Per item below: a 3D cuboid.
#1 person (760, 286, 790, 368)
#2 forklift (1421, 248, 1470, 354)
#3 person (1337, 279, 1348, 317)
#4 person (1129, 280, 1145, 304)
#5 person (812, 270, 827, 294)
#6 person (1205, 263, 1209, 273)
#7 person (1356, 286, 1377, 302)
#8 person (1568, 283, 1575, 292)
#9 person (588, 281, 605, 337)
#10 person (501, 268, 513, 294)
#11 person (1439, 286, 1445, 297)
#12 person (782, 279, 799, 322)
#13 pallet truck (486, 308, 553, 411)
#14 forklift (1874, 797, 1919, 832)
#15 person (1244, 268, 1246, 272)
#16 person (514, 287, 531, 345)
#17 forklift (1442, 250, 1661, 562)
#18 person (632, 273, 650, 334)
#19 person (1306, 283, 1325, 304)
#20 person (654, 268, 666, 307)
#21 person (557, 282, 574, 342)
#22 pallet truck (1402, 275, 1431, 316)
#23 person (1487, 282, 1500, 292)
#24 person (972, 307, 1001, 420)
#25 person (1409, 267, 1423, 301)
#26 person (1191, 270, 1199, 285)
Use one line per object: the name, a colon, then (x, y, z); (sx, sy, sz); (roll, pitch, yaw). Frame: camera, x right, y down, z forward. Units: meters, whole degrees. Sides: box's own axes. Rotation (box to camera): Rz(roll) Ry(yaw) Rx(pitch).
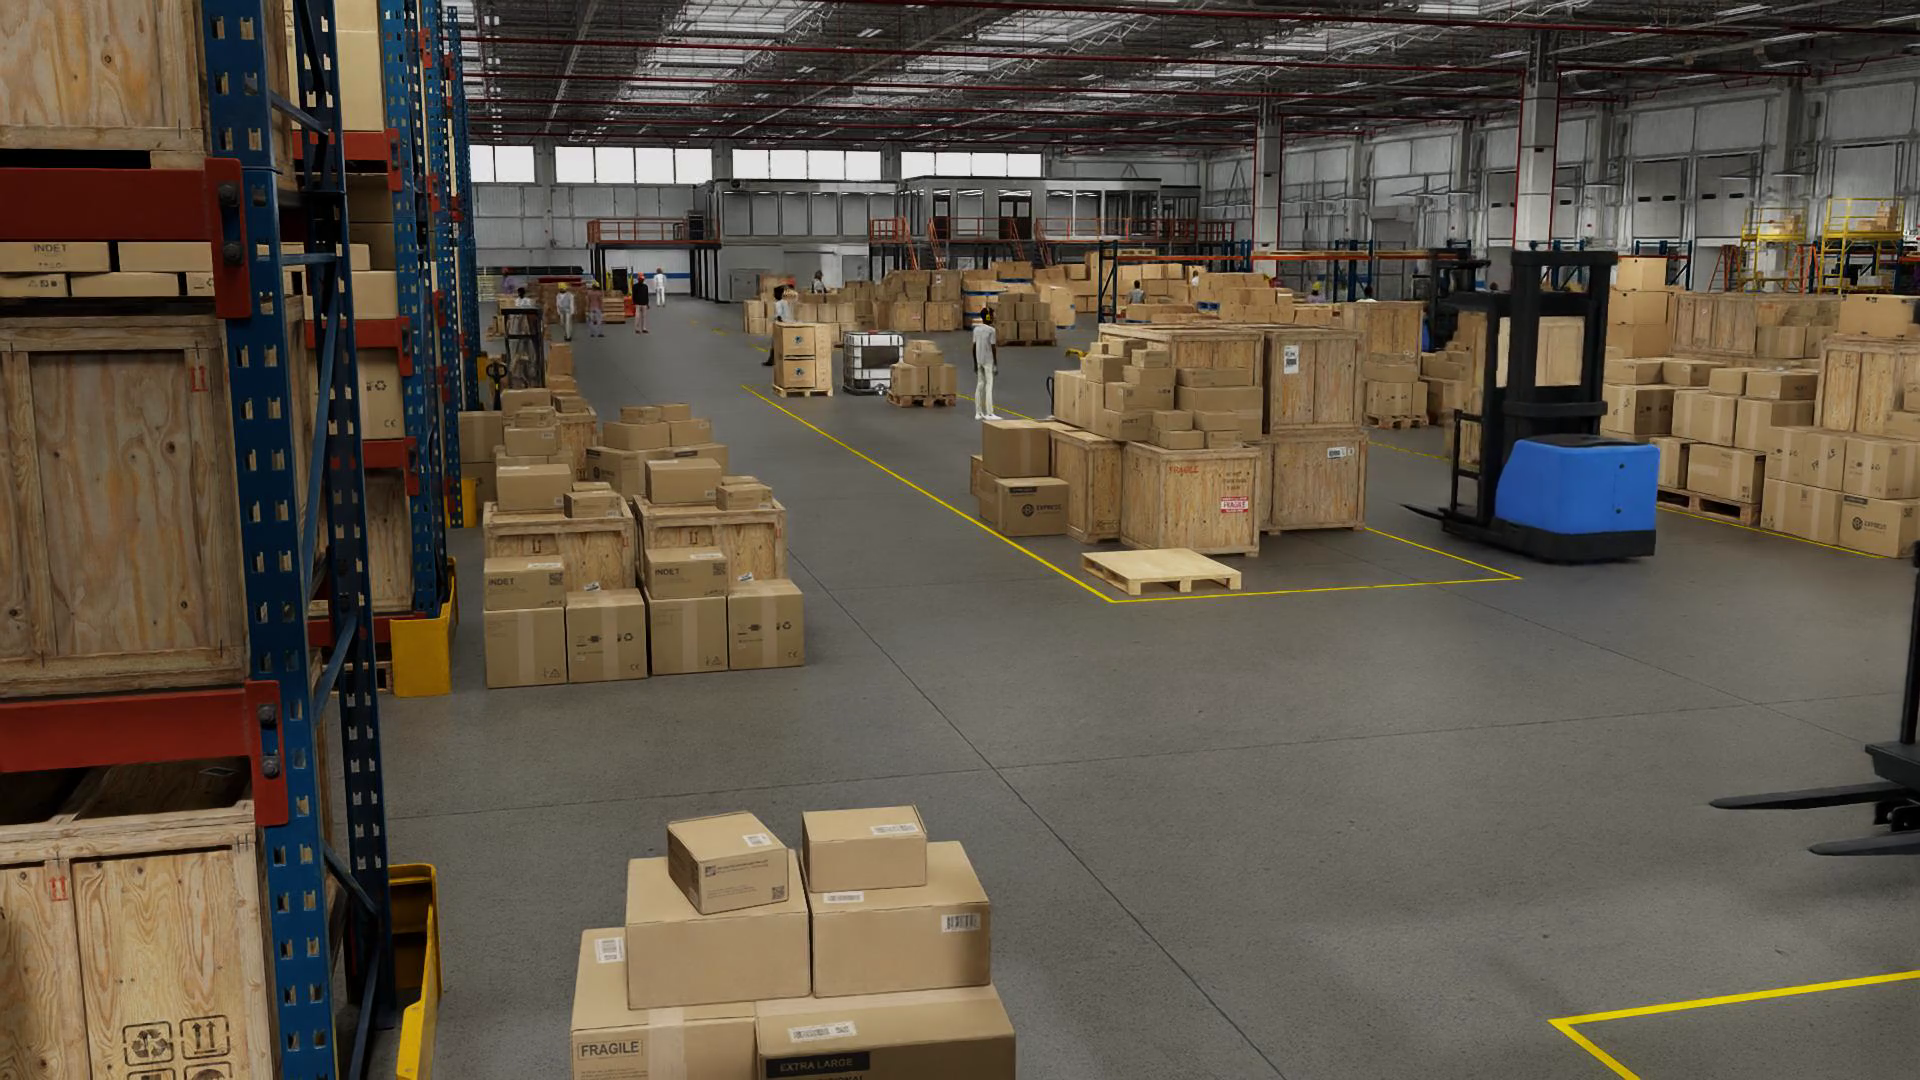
person: (-4.321, -5.004, 39.174); (0.903, 1.927, 0.642); (3, 11, 18)
forklift: (12.069, -5.838, 41.230); (1.129, 2.768, 1.873); (-3, 10, -15)
person: (11.305, -6.774, 49.251); (0.635, 1.918, 0.828); (-8, 13, -39)
person: (5.446, -7.102, 51.363); (0.533, 1.849, 0.675); (4, 11, 19)
person: (-4.909, -8.445, 58.371); (0.539, 2.000, 0.688); (-4, 11, -21)
person: (14.481, -15.269, 97.189); (0.621, 1.977, 0.574); (-4, 11, -20)
person: (9.800, -5.166, 40.184); (0.398, 1.914, 0.592); (-9, 14, -43)
person: (19.491, -7.321, 52.979); (0.896, 1.697, 0.492); (-5, 11, -25)
person: (-11.567, -7.333, 52.850); (0.533, 1.767, 0.327); (3, 11, 18)
person: (-18.273, -9.923, 66.820); (0.630, 2.010, 0.855); (4, 11, 24)
person: (14.571, -6.821, 50.173); (0.322, 1.692, 0.533); (-3, 10, -17)
person: (-4.924, -6.712, 48.944); (0.564, 1.901, 0.853); (5, 11, 27)
pallet truck: (-6.242, -2.418, 24.362); (0.823, 1.965, 1.885); (1, 10, 3)
forklift: (5.539, 0.092, 7.650); (1.873, 2.768, 1.129); (-3, 10, -15)
person: (14.460, -12.928, 84.419); (0.622, 1.815, 0.815); (6, 12, 32)
person: (-12.701, -6.484, 48.254); (0.546, 1.686, 0.372); (4, 11, 19)
forklift: (5.594, -1.312, 15.600); (1.129, 2.768, 1.873); (-3, 10, -16)
person: (-10.516, -7.801, 54.851); (0.378, 1.996, 0.611); (10, 14, 43)
person: (9.807, -6.132, 45.757); (0.776, 1.875, 0.703); (-9, 13, -42)
person: (-14.163, -11.924, 78.626); (0.581, 1.854, 0.886); (-3, 10, -15)
person: (-11.894, -6.873, 50.099); (0.607, 1.811, 0.426); (3, 10, 15)
pallet truck: (14.620, -7.324, 52.145); (0.823, 1.965, 1.885); (8, 13, 40)
person: (15.537, -6.600, 48.542); (0.655, 1.823, 0.509); (3, 10, 17)
person: (0.428, -2.910, 27.536); (0.520, 1.864, 0.333); (10, 14, 44)
person: (21.118, -11.680, 77.086); (0.601, 1.914, 0.984); (0, 10, -1)
person: (9.269, -9.647, 65.464); (0.372, 1.940, 0.627); (7, 12, 34)
